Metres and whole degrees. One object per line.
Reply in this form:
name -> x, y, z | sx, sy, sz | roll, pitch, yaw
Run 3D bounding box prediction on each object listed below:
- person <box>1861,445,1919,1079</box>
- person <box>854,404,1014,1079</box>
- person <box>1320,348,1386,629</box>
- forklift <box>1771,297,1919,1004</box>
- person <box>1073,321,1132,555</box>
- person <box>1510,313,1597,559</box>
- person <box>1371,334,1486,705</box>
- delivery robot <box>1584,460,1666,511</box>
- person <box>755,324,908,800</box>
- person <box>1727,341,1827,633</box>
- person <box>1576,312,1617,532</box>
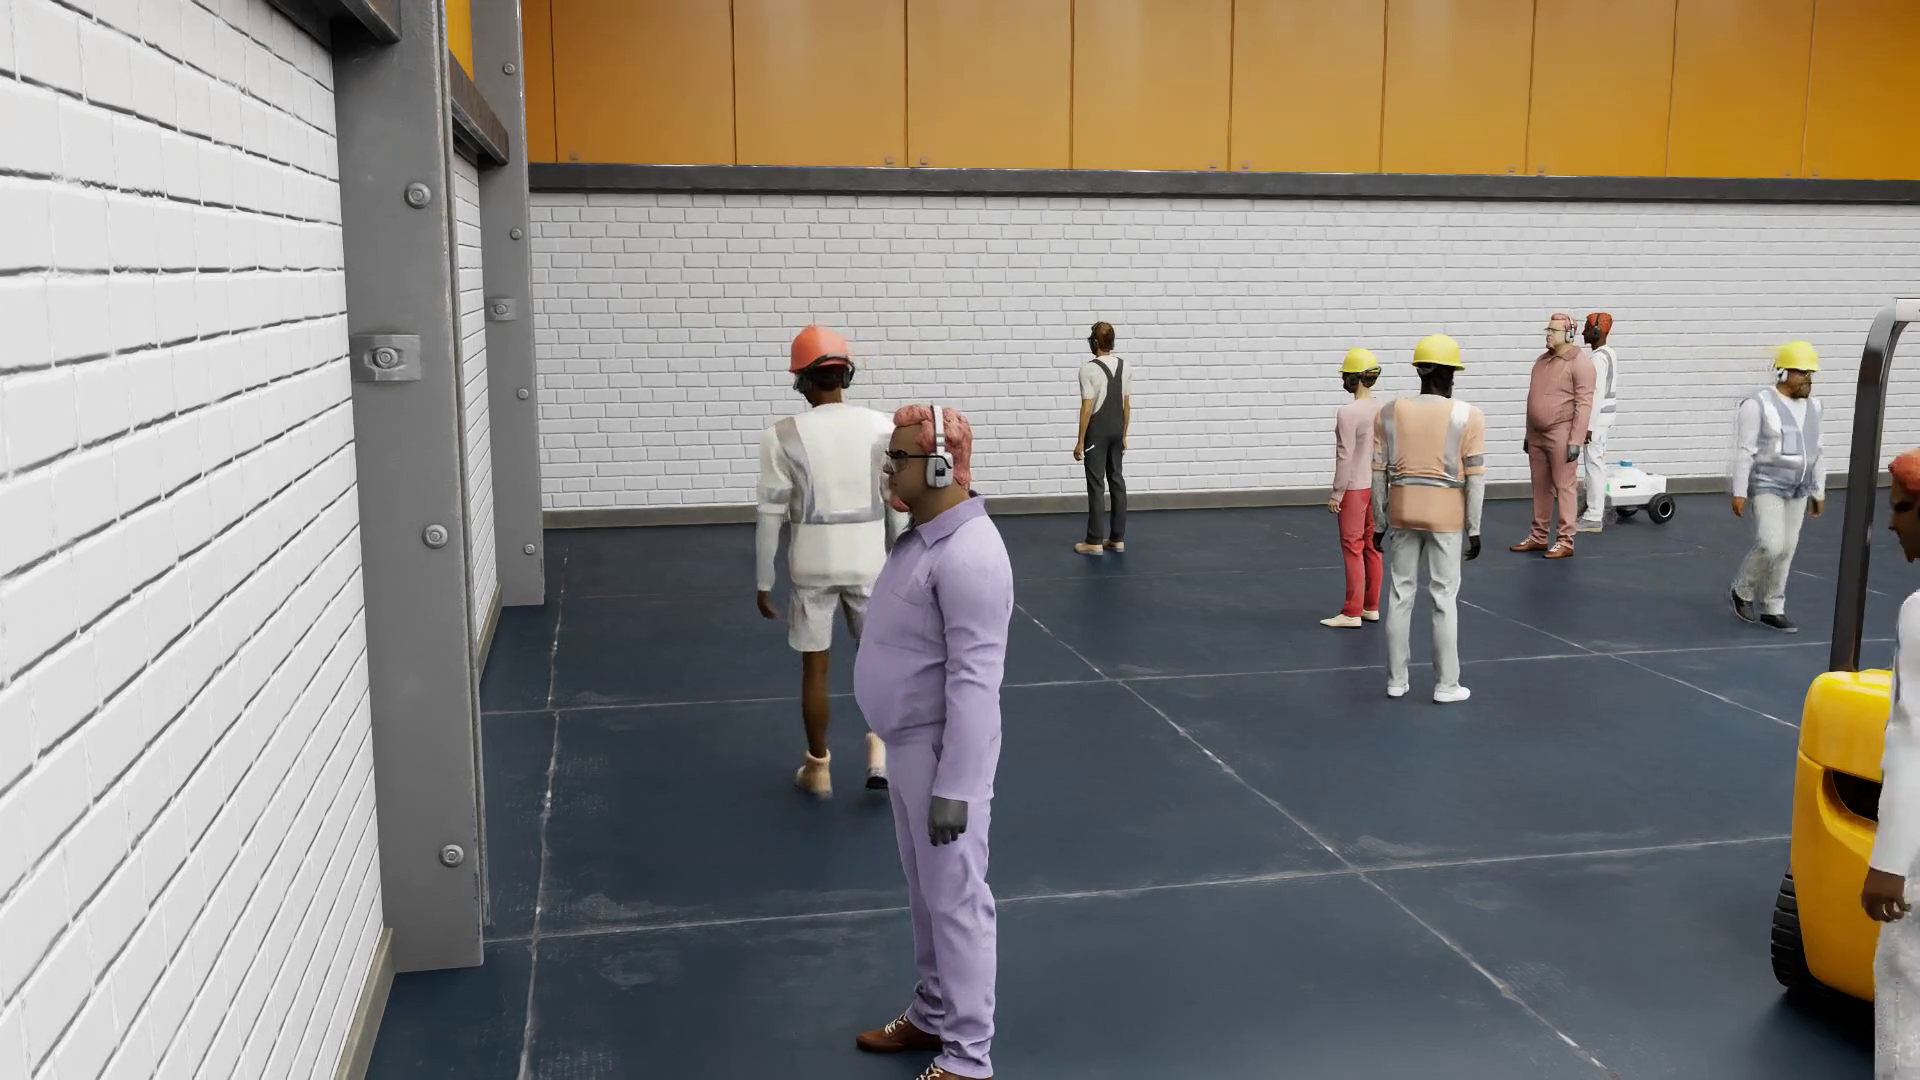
person -> 2.436, 0.698, 3.955 | 0.581, 1.866, 0.652 | 8, 13, 42
person -> -0.084, 0.582, 4.541 | 0.409, 1.909, 0.642 | -2, 10, -14
person -> 2.498, -0.323, 10.482 | 0.308, 1.769, 0.524 | 8, 13, 42
forklift -> 3.542, 0.334, 5.177 | 2.313, 2.155, 1.214 | -9, 13, -43
person -> 1.121, -0.801, 13.157 | 0.505, 1.847, 0.346 | -7, 11, -35
person -> 4.645, -0.815, 13.038 | 0.410, 1.913, 0.643 | -4, 10, -21
person -> 2.436, -0.104, 8.676 | 0.587, 1.922, 0.383 | 6, 11, 33
delivery robot -> 5.908, -0.470, 14.776 | 0.707, 0.478, 0.477 | -4, 10, -21
person -> -0.529, 0.112, 7.007 | 0.671, 2.030, 0.504 | -3, 10, -17
person -> 5.089, -0.321, 10.299 | 0.627, 1.816, 0.425 | -3, 10, -17
person -> 5.451, -1.010, 14.317 | 0.356, 1.882, 0.574 | 5, 10, 26
